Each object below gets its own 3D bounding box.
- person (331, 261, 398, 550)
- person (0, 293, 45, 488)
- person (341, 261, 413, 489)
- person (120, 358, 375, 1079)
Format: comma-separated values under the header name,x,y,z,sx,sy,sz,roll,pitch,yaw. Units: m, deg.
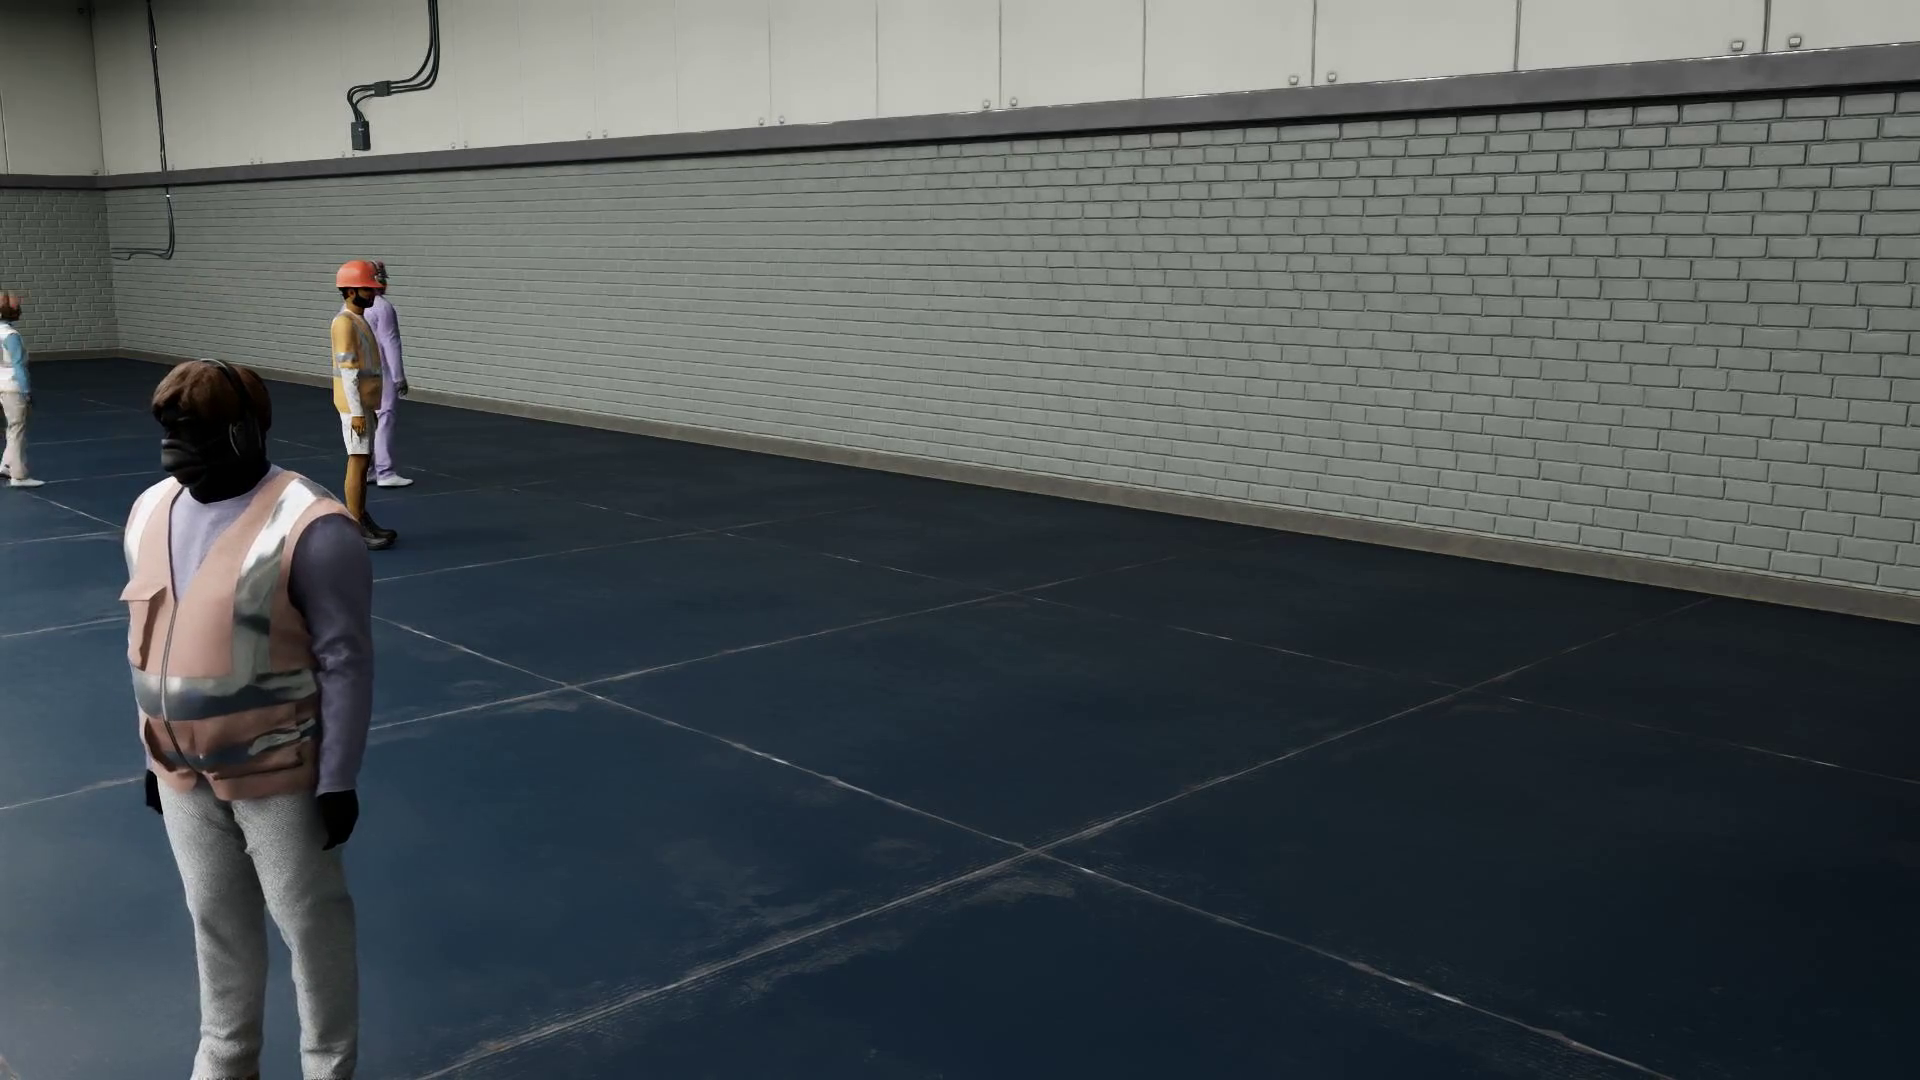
name,x,y,z,sx,sy,sz,roll,pitch,yaw
person,-4.066,-0.921,11.331,0.360,1.939,0.543,-2,11,-11
person,-7.905,-1.242,13.899,0.361,1.627,0.547,-10,14,-43
person,-4.915,-1.399,14.056,0.658,1.899,0.398,8,13,39
person,-1.623,0.512,3.781,0.624,1.845,0.430,4,11,21
